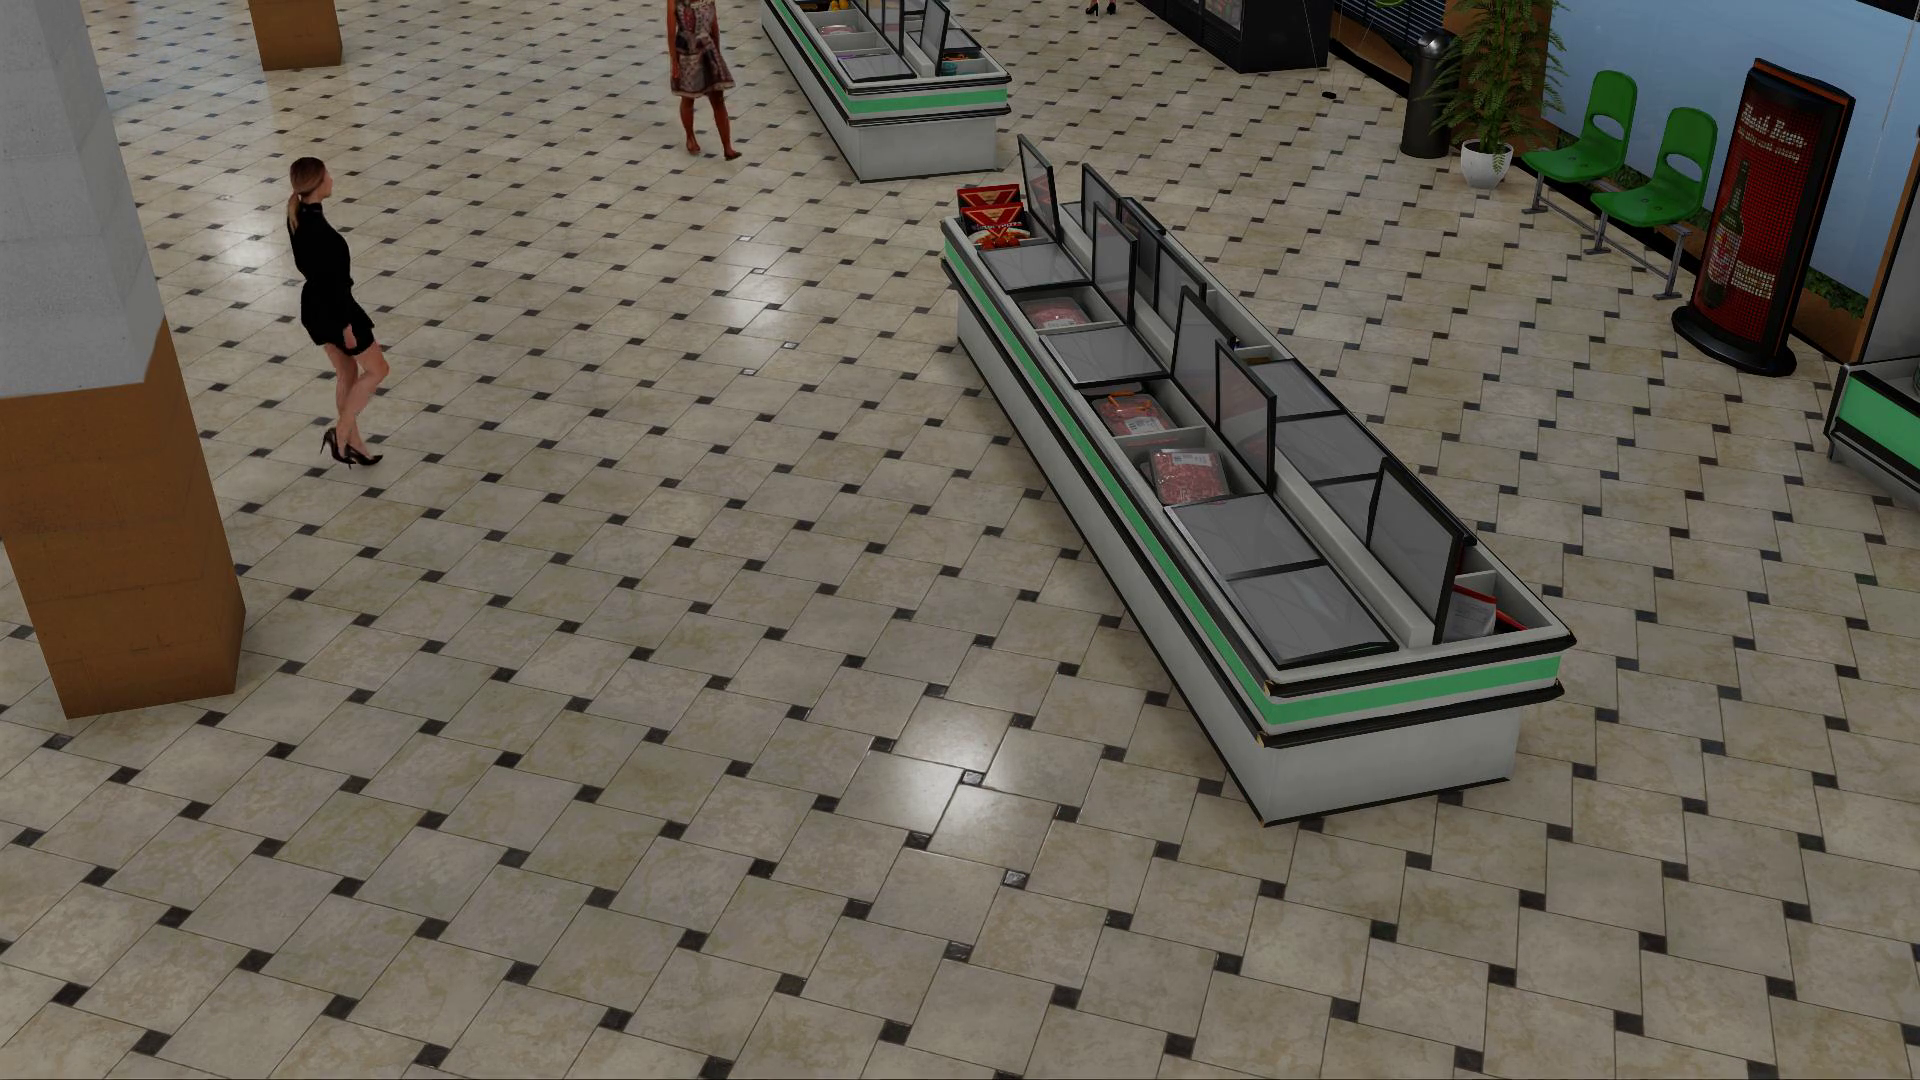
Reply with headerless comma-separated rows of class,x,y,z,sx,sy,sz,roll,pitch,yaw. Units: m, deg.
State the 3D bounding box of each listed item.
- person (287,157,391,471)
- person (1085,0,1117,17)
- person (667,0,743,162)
person,-3.334,-1.112,8.698,0.736,1.753,0.798,27,41,36
person,1.476,-6.224,16.991,0.699,1.671,0.630,-6,32,-9
person,-2.136,-3.853,13.240,0.836,1.609,1.117,-17,36,-26
